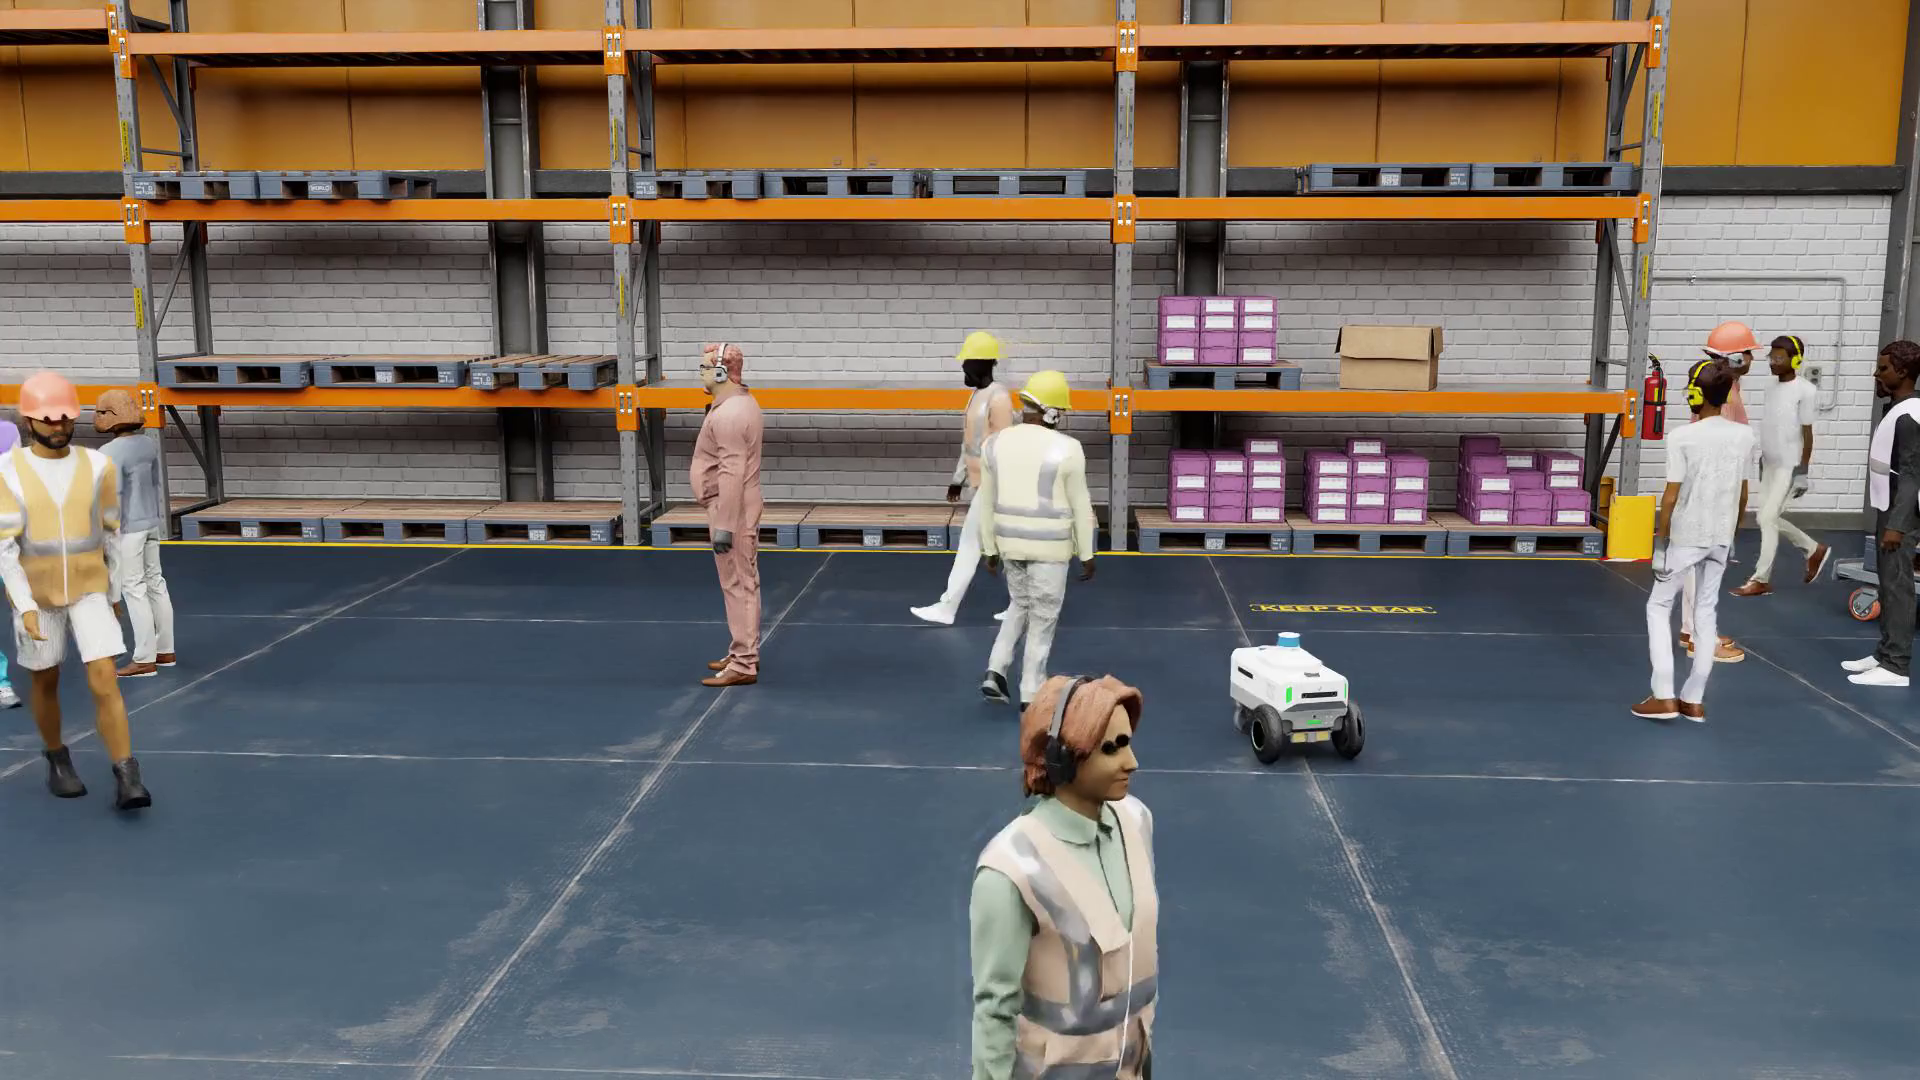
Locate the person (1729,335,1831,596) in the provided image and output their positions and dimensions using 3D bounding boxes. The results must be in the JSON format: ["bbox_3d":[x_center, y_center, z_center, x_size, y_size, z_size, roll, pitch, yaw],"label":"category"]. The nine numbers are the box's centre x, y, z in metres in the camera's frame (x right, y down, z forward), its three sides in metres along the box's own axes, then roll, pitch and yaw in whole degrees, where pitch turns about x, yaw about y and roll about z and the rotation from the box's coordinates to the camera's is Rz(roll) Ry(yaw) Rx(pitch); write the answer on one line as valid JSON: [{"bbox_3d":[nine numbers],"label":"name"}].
[{"bbox_3d":[5.814,-0.515,11.642,0.712,1.845,0.502,-2,10,-10],"label":"person"}]

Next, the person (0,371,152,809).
[{"bbox_3d":[-3.798,0.238,7.078,0.544,1.890,0.949,-8,13,-40],"label":"person"}]

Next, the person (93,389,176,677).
[{"bbox_3d":[-4.709,-0.038,9.454,0.268,1.632,0.507,1,10,3],"label":"person"}]

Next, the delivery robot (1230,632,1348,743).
[{"bbox_3d":[1.585,0.692,8.061,0.477,0.478,0.707,-2,10,-14],"label":"delivery robot"}]

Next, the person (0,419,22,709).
[{"bbox_3d":[-5.322,-0.037,8.986,0.966,1.801,0.590,8,12,38],"label":"person"}]

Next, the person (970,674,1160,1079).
[{"bbox_3d":[0.143,1.032,3.228,0.659,1.622,0.515,7,12,37],"label":"person"}]

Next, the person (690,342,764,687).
[{"bbox_3d":[-1.296,-0.141,9.258,0.401,1.910,0.642,0,10,1],"label":"person"}]

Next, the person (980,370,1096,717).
[{"bbox_3d":[0.392,0.033,8.534,0.599,1.807,0.417,7,12,35],"label":"person"}]

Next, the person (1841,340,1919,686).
[{"bbox_3d":[5.204,-0.143,9.232,0.399,1.920,0.590,5,11,26],"label":"person"}]

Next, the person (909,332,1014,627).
[{"bbox_3d":[0.100,-0.382,10.698,0.957,1.886,0.589,-2,10,-10],"label":"person"}]

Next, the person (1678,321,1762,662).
[{"bbox_3d":[4.497,-0.290,9.859,0.369,1.996,0.622,3,10,17],"label":"person"}]

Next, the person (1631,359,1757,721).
[{"bbox_3d":[3.745,0.019,8.465,0.544,1.858,0.397,-1,10,-8],"label":"person"}]
